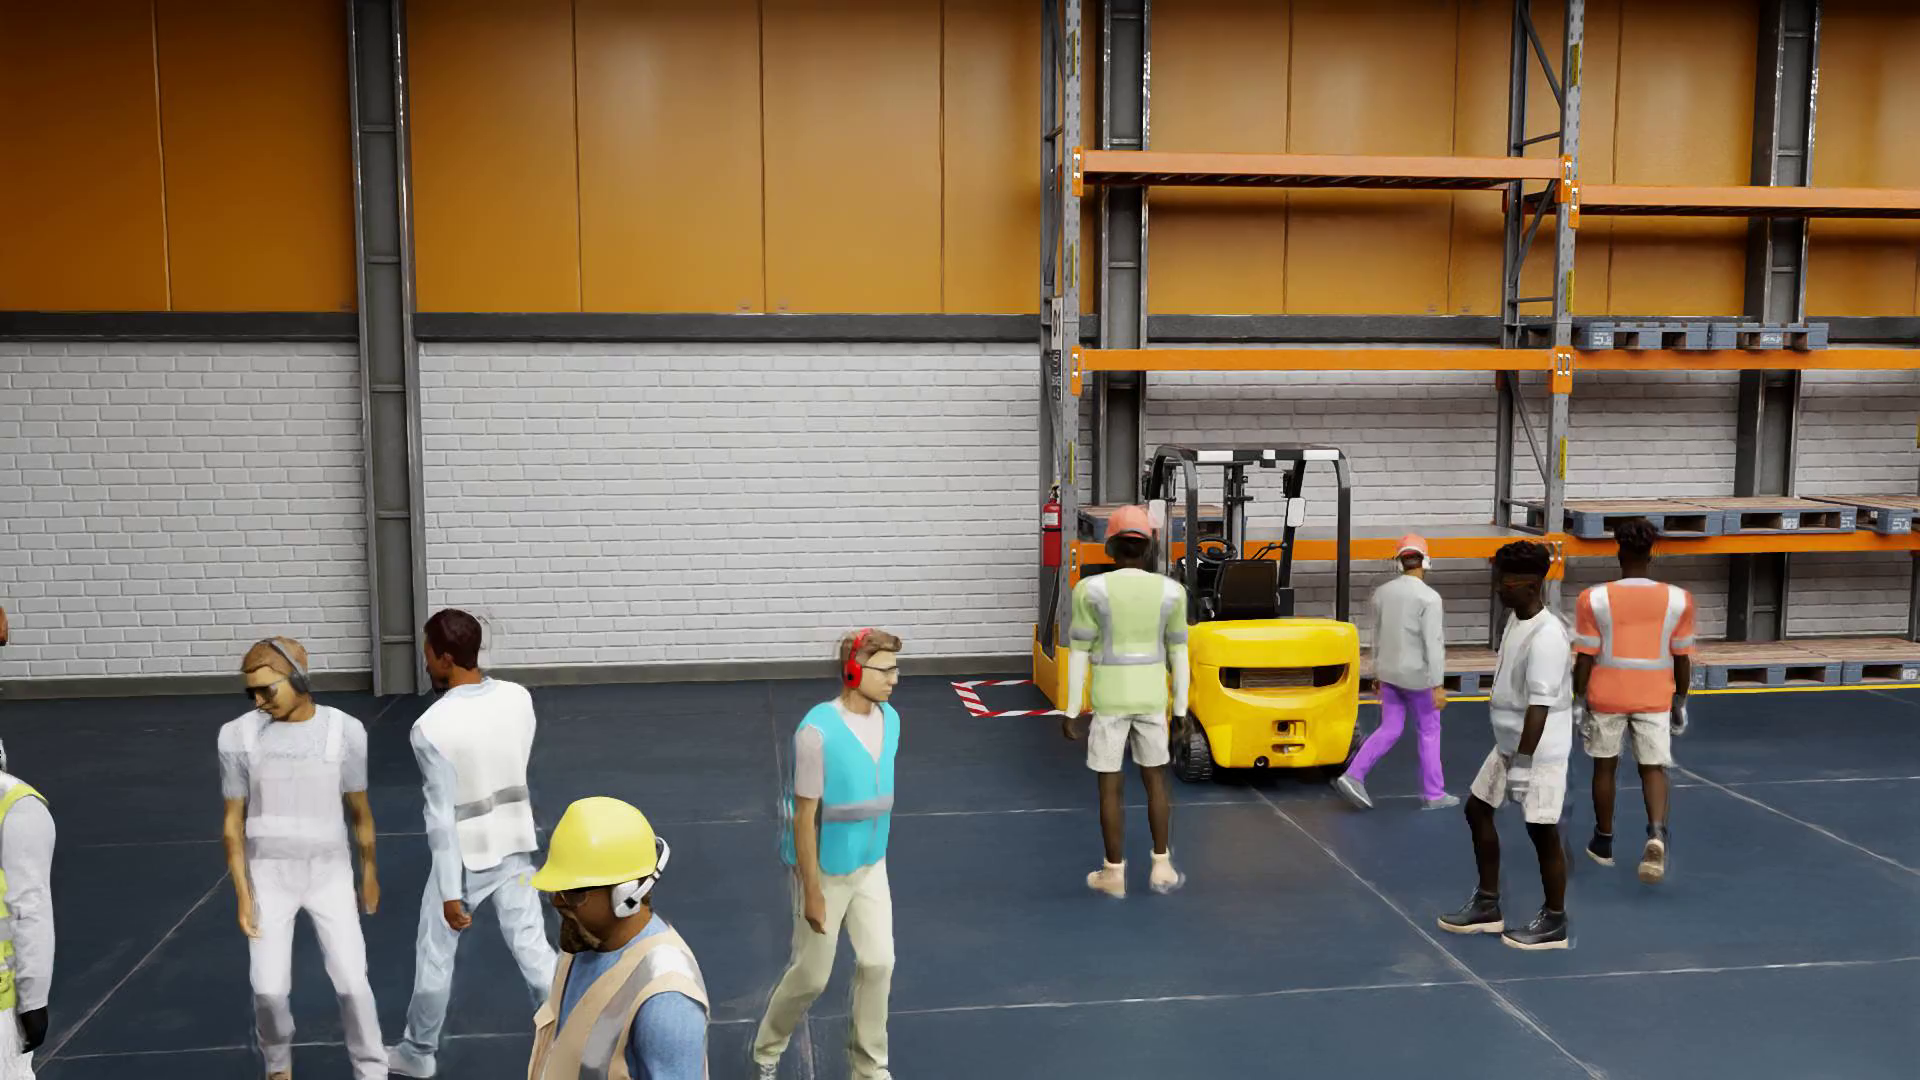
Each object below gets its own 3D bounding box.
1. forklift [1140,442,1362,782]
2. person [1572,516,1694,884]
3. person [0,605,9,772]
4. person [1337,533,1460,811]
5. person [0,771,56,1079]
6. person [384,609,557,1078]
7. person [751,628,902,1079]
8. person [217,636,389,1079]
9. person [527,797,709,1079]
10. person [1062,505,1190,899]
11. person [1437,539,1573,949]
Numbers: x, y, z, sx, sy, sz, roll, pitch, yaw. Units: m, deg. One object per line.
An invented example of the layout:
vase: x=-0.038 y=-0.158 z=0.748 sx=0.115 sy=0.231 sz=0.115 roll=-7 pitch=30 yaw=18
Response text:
forklift: x=1.912 y=0.418 z=11.496 sx=1.214 sy=2.155 sz=2.313 roll=-1 pitch=7 yaw=-8
person: x=3.576 y=0.842 z=8.852 sx=0.613 sy=1.943 sz=0.804 roll=1 pitch=7 yaw=12
person: x=-4.860 y=1.092 z=8.135 sx=0.377 sy=1.605 sz=0.656 roll=-2 pitch=7 yaw=-13
person: x=2.691 y=0.817 z=10.160 sx=0.764 sy=1.706 sz=0.636 roll=-3 pitch=7 yaw=-25
person: x=-2.996 y=1.351 z=4.919 sx=0.636 sy=1.833 sz=0.429 roll=0 pitch=7 yaw=3
person: x=-1.808 y=1.183 z=6.268 sx=1.015 sy=1.870 sz=0.593 roll=4 pitch=8 yaw=31
person: x=-0.469 y=1.213 z=6.193 sx=0.659 sy=1.820 sz=0.586 roll=4 pitch=8 yaw=33
person: x=-2.371 y=1.229 z=6.037 sx=0.544 sy=1.815 sz=0.561 roll=-3 pitch=7 yaw=-23
person: x=-0.783 y=1.479 z=3.838 sx=0.404 sy=1.824 sz=0.585 roll=-4 pitch=7 yaw=-29
person: x=0.877 y=0.836 z=8.627 sx=0.691 sy=2.027 sz=0.451 roll=-2 pitch=7 yaw=-13
person: x=2.550 y=0.963 z=7.786 sx=0.721 sy=1.939 sz=0.652 roll=0 pitch=7 yaw=3
